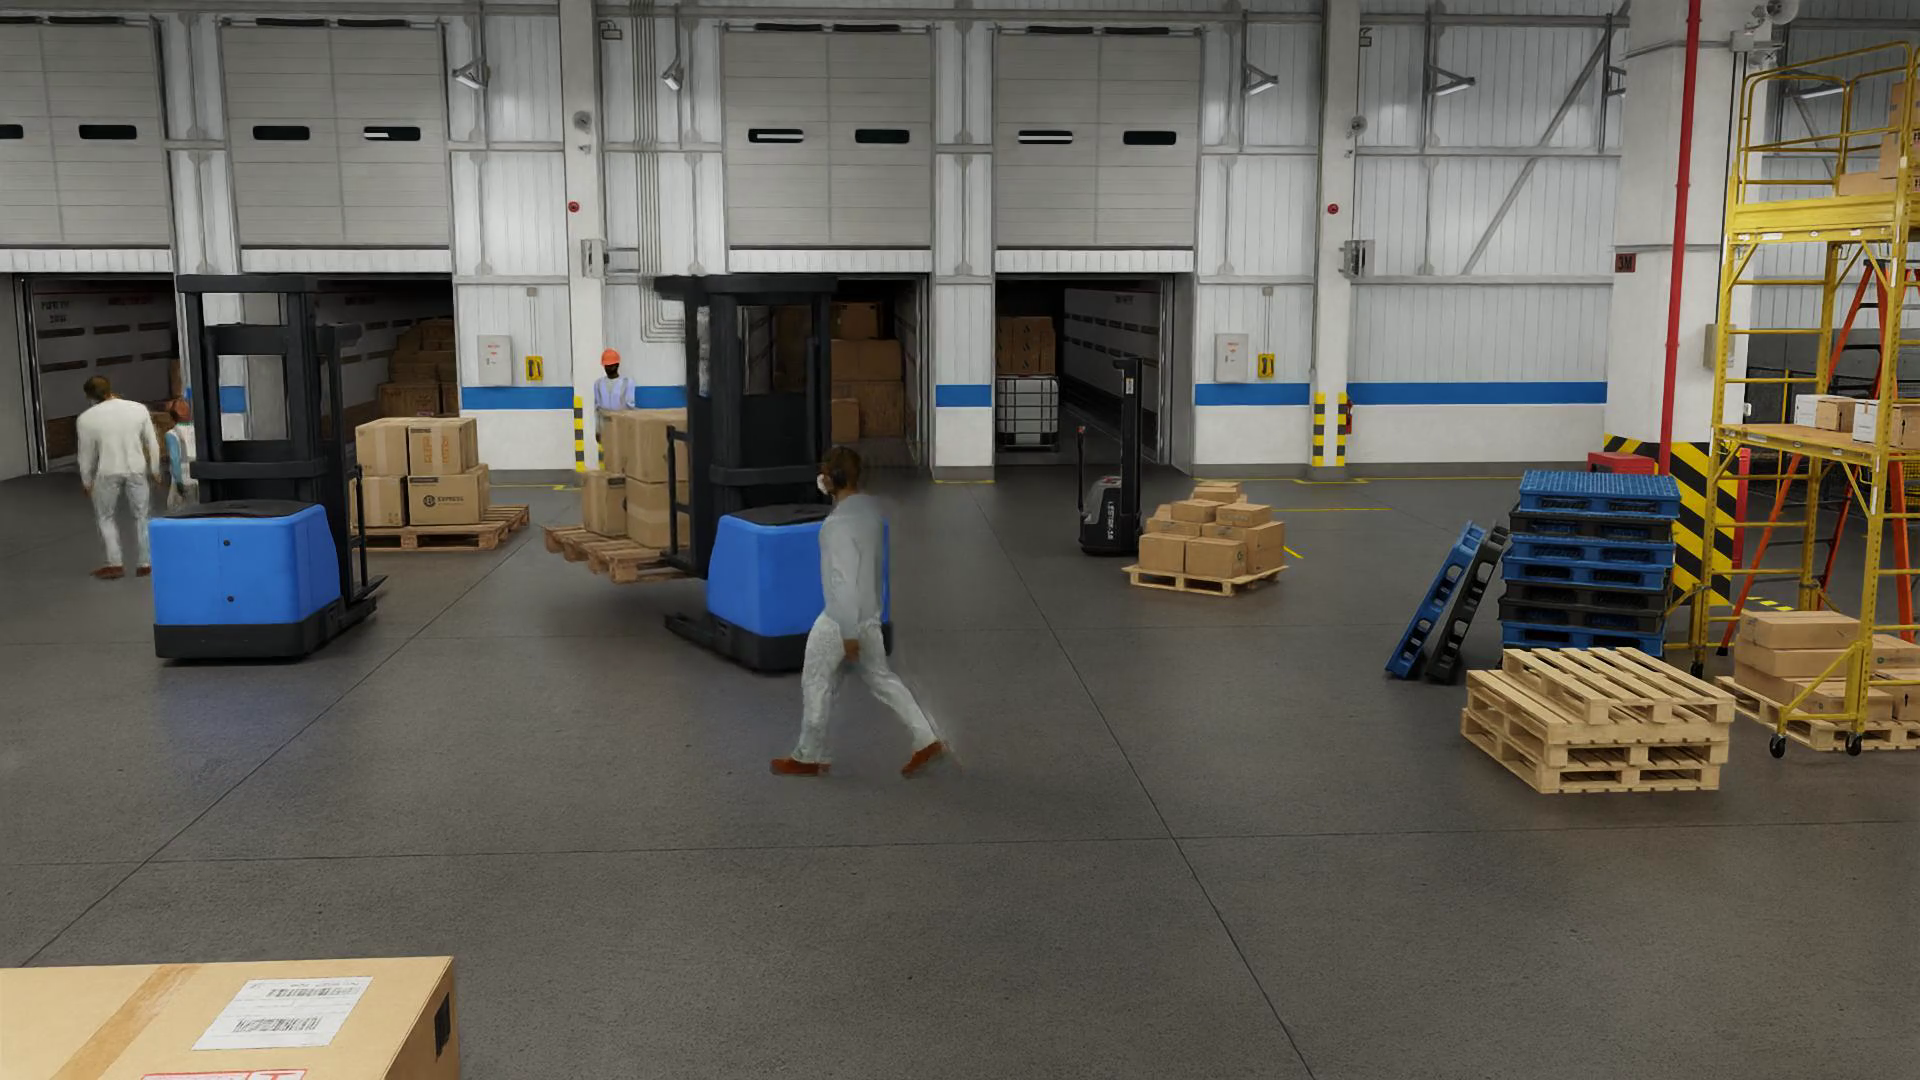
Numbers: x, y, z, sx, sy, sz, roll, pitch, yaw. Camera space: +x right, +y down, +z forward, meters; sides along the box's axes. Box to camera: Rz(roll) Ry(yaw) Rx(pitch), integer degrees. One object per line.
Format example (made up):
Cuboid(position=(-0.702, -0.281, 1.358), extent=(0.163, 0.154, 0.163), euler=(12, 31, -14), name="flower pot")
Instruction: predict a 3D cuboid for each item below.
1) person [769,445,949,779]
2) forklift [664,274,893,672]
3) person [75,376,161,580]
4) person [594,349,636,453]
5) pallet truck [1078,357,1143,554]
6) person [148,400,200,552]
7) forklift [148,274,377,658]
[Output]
Cuboid(position=(-0.554, 0.414, 9.239), extent=(0.981, 1.901, 0.632), euler=(3, 9, 18), name="person")
Cuboid(position=(-1.375, -0.578, 12.376), extent=(1.129, 2.768, 1.873), euler=(-5, 10, -30), name="forklift")
Cuboid(position=(-7.793, -0.570, 15.433), extent=(0.708, 1.899, 0.404), euler=(-6, 11, -35), name="person")
Cuboid(position=(-4.243, -1.384, 20.433), extent=(0.545, 1.927, 0.392), euler=(2, 9, 12), name="person")
Cuboid(position=(2.088, -0.836, 16.757), extent=(1.885, 1.965, 0.823), euler=(2, 9, 13), name="pallet truck")
Cuboid(position=(-7.678, -0.592, 16.480), extent=(0.873, 1.590, 0.512), euler=(3, 10, 20), name="person")
Cuboid(position=(-5.348, -0.627, 12.681), extent=(1.129, 2.768, 1.873), euler=(-1, 9, -4), name="forklift")
